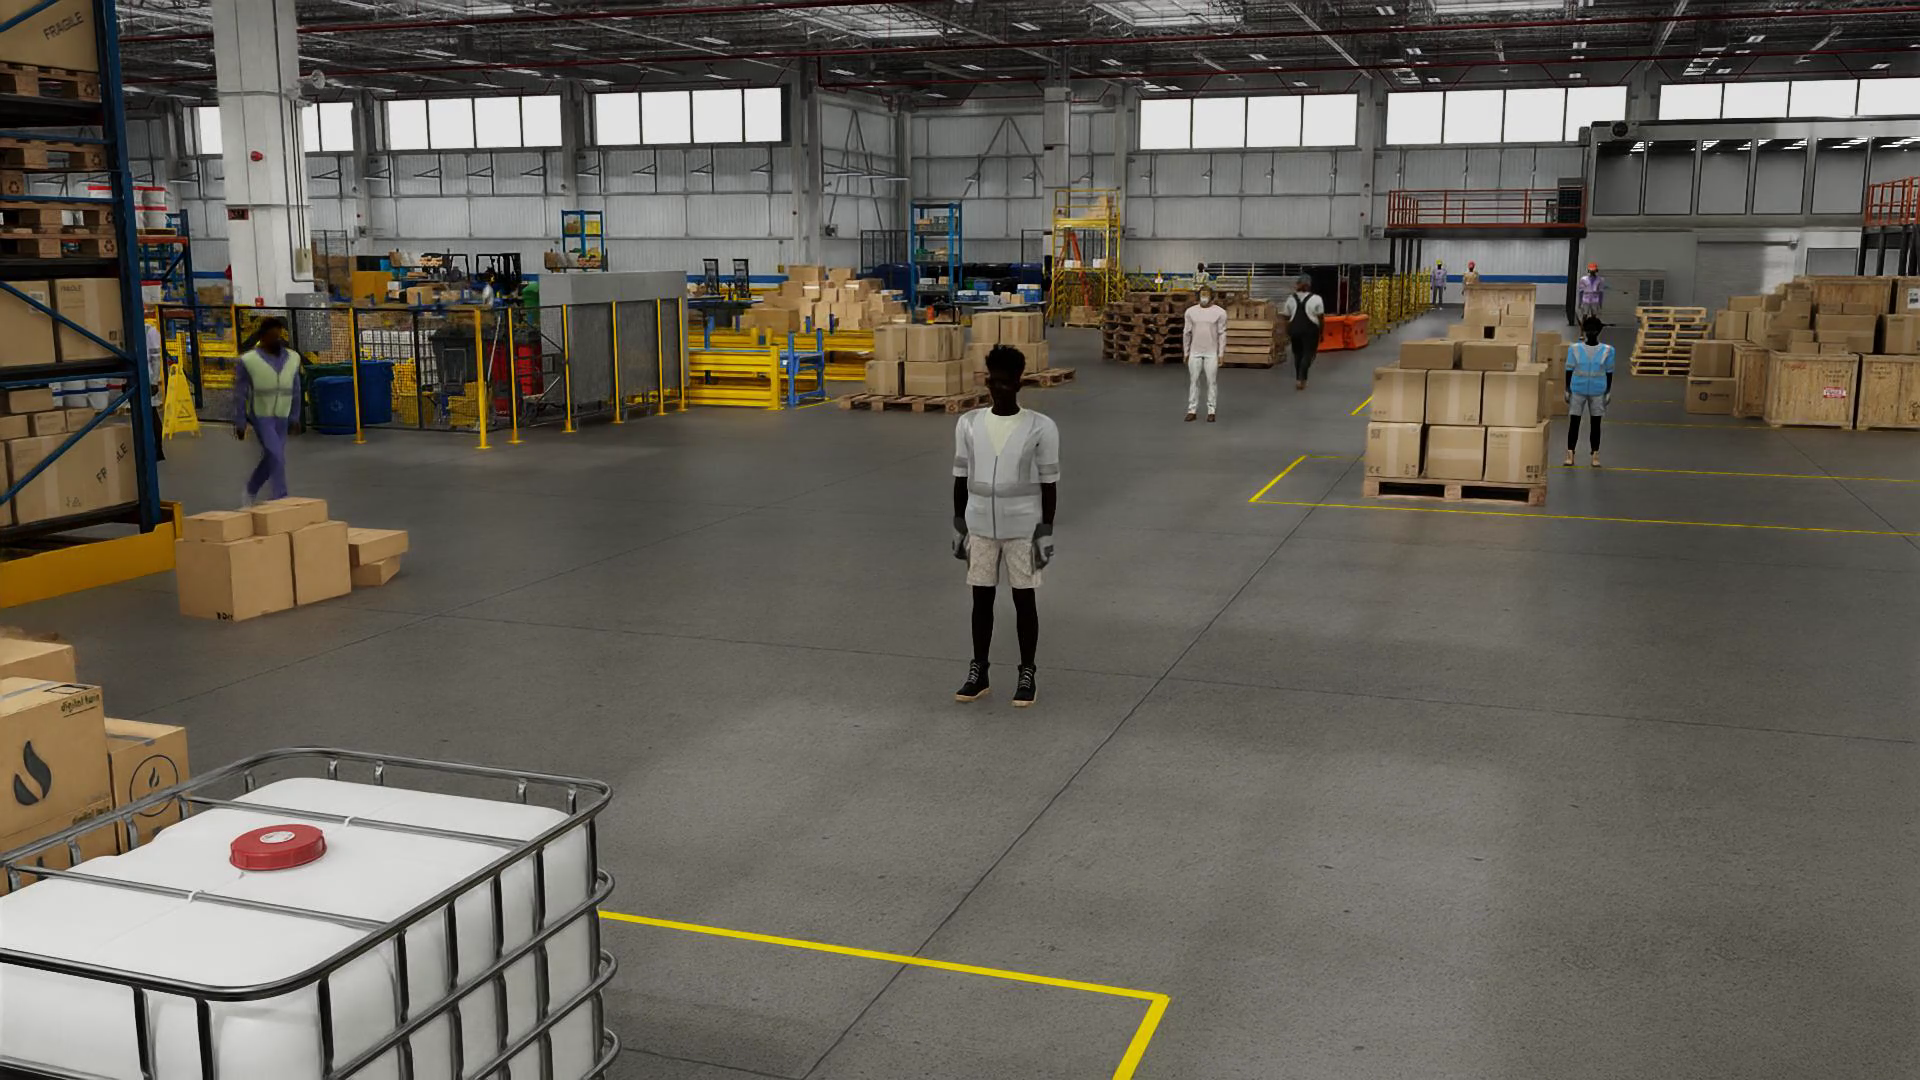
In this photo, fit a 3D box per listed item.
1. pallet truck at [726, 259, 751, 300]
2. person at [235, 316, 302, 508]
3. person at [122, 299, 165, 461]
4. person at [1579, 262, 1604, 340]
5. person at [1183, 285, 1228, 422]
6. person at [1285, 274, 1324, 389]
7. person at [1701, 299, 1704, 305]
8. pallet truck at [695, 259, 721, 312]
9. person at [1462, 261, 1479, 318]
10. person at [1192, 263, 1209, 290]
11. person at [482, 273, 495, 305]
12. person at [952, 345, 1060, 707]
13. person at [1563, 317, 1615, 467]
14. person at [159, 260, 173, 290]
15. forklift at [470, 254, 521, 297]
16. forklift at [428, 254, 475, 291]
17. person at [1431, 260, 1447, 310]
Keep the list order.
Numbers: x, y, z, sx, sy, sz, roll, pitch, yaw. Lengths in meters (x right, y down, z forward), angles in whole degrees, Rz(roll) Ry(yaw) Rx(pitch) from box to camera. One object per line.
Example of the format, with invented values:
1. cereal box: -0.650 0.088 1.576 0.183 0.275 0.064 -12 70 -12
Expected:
1. pallet truck: -7.986 -9.493 62.019 0.823 1.965 1.885 3 11 17
2. person: -6.441 -1.144 15.387 0.896 1.870 0.602 7 12 34
3. person: -9.485 -1.866 19.225 0.545 1.942 0.354 3 11 19
4. person: 16.583 -6.266 43.719 0.607 2.044 0.379 3 11 19
5. person: 3.464 -2.642 23.603 0.630 1.940 0.372 3 11 19
6. person: 5.973 -3.638 28.926 0.676 2.000 0.876 6 12 32
7. person: 22.635 -7.450 50.857 0.514 1.872 0.328 3 11 19
8. pallet truck: -9.165 -9.627 62.776 0.823 1.965 1.885 4 11 23
9. person: 17.546 -8.611 57.211 0.546 1.941 0.358 3 11 19
10. person: 8.233 -8.547 57.012 0.574 1.884 0.356 3 11 19
11. person: -11.144 -5.375 39.295 0.465 1.830 0.555 -4 11 -20
12. person: 0.235 -0.073 9.055 0.607 1.966 0.367 3 11 19
13. person: 7.096 -1.667 18.792 0.535 1.697 0.318 3 11 19
14. person: -32.339 -10.523 67.882 0.643 1.976 0.619 8 13 39
15. forklift: -17.990 -10.121 64.684 1.157 1.987 2.680 3 11 17
16. forklift: -20.133 -10.254 65.465 1.157 1.987 2.680 3 11 19
17. person: 18.424 -9.816 64.035 0.588 1.927 0.371 3 11 19
